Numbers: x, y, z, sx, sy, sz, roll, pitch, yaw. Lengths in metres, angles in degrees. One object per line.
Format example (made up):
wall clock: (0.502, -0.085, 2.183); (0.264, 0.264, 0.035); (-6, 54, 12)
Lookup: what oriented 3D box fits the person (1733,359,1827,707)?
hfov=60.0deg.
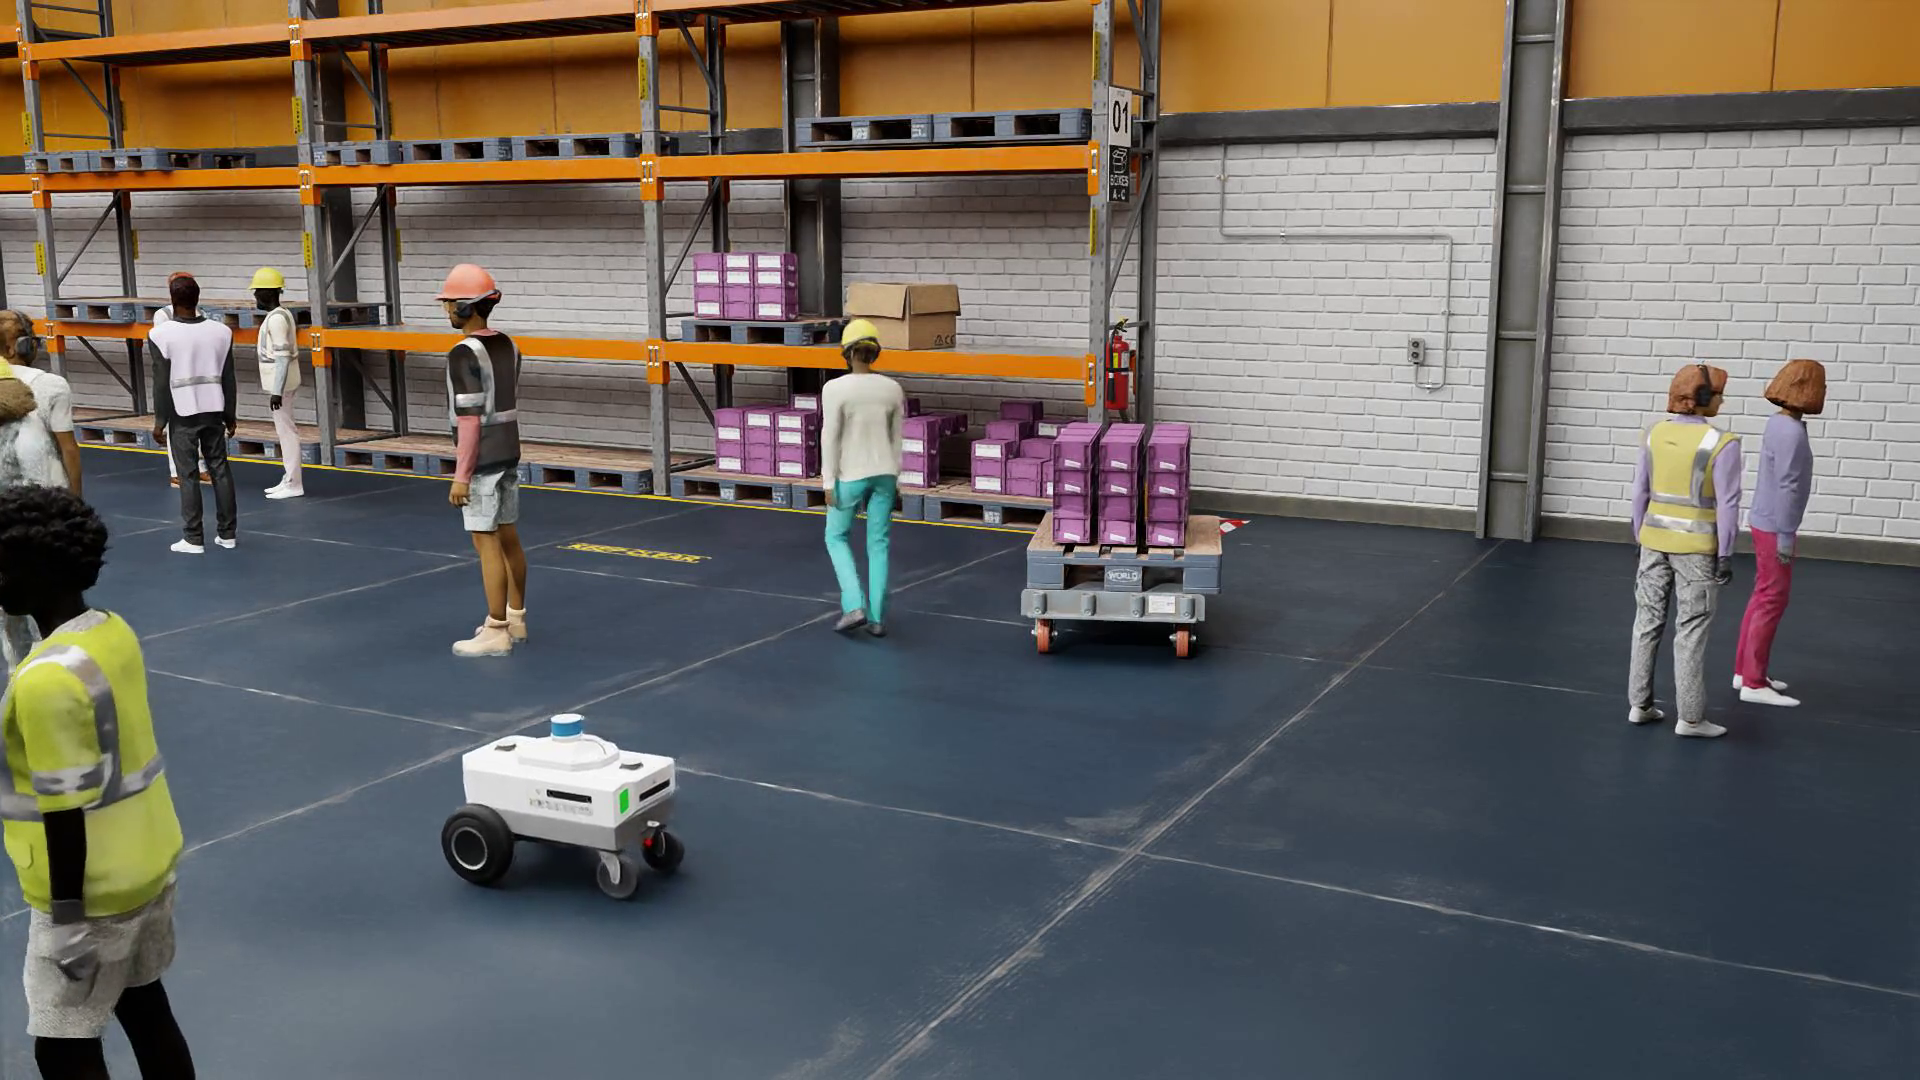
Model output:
person: (3.860, -0.037, 7.821); (0.284, 1.626, 0.502); (4, 11, 21)

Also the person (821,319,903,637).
person: (-0.544, -0.340, 9.159); (0.537, 1.734, 0.456); (-6, 12, -31)

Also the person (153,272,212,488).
person: (-6.774, -1.400, 14.577); (0.337, 1.882, 0.584); (3, 11, 15)

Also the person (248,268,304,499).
person: (-5.722, -1.308, 13.954); (0.366, 1.927, 0.585); (-4, 11, -21)

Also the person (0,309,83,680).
person: (-4.499, -0.185, 8.036); (0.506, 1.841, 0.346); (-2, 11, -11)

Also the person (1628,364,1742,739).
person: (3.174, 0.049, 7.315); (0.315, 1.636, 0.515); (-6, 12, -28)

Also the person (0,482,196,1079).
person: (-1.831, 0.715, 3.519); (0.322, 1.688, 0.535); (-2, 10, -10)

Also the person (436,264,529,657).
person: (-2.506, -0.408, 8.700); (0.386, 2.045, 0.605); (2, 10, 9)

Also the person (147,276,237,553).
person: (-5.310, -0.868, 11.563); (0.378, 1.917, 0.598); (8, 13, 36)

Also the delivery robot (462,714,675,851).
delivery robot: (-1.336, 0.839, 5.690); (0.707, 0.478, 0.477); (4, 11, 23)
